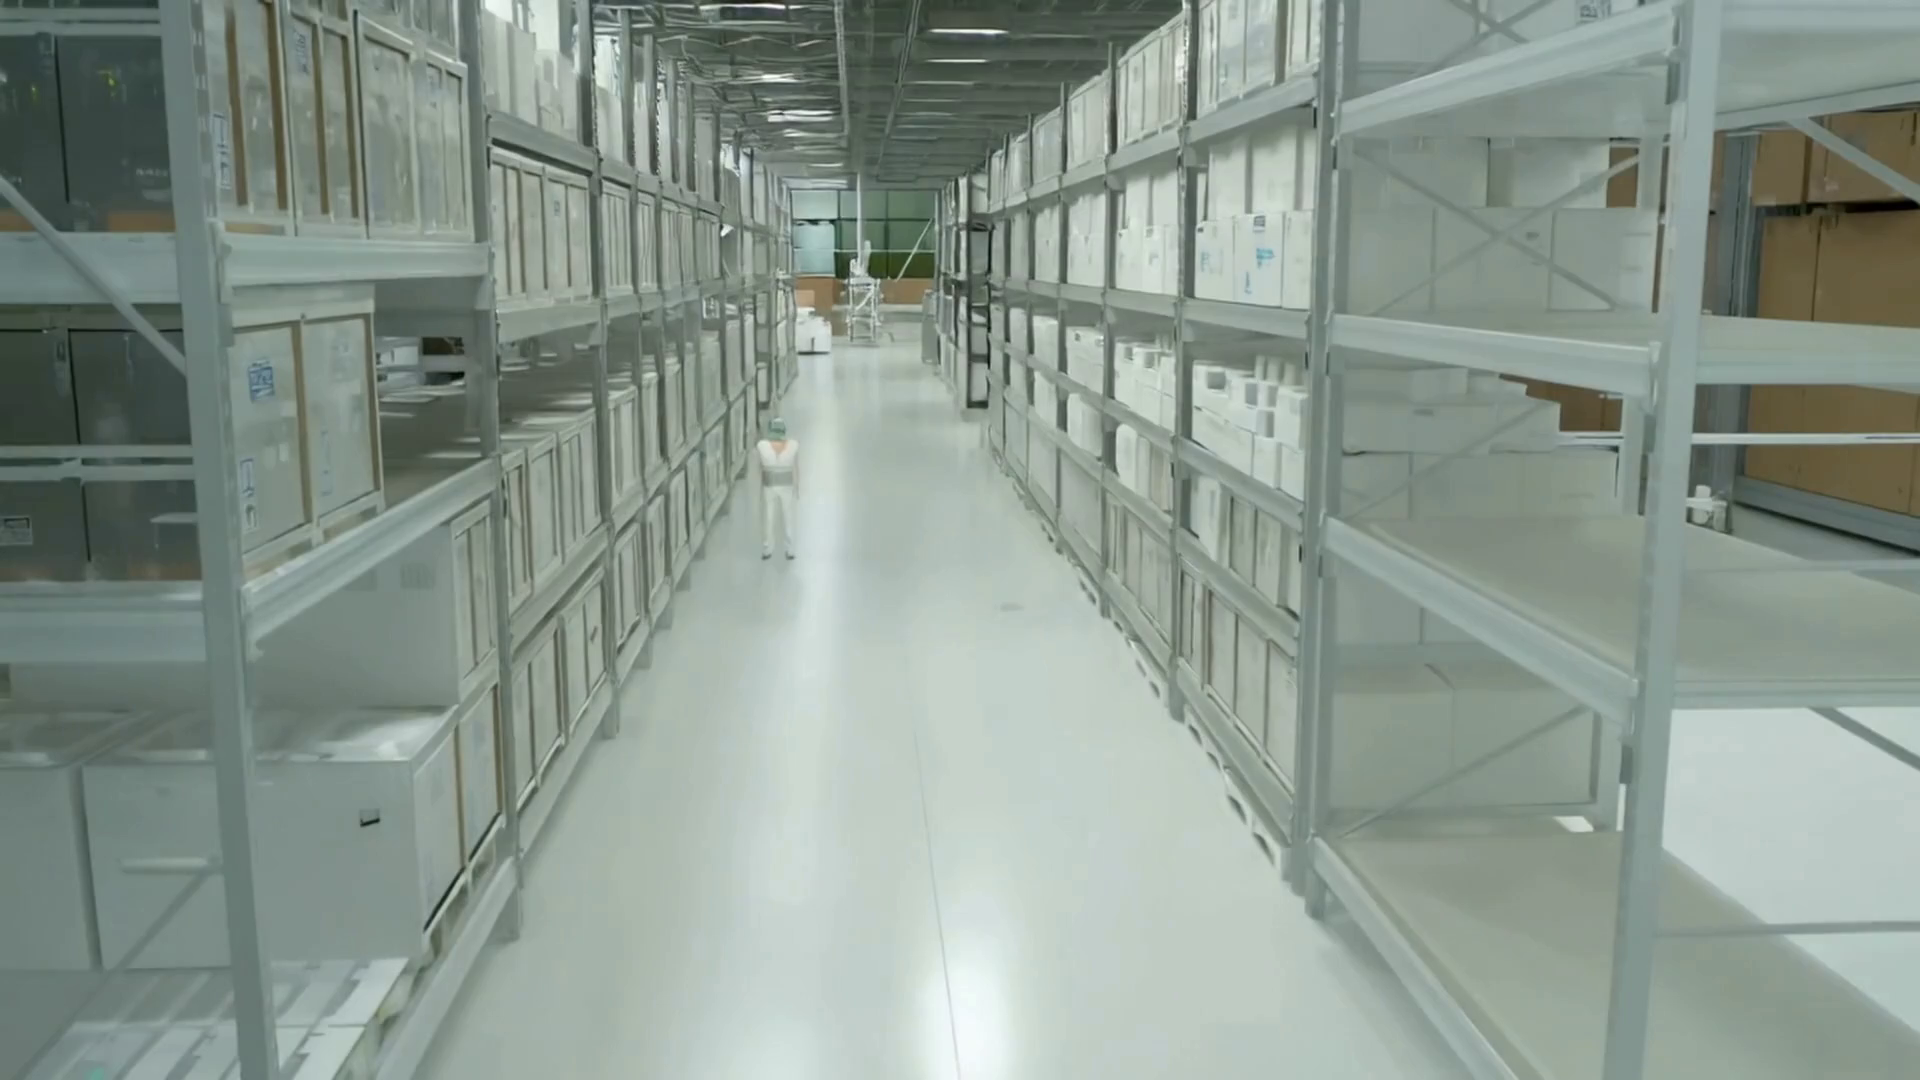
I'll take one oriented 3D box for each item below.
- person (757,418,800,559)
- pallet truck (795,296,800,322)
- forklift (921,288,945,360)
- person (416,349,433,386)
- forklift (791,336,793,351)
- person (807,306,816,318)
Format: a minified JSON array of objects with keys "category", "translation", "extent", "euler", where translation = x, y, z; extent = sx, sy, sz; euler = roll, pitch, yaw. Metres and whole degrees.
[{"category":"person","translation":[-2.349,-0.668,21.565],"extent":[0.564,1.838,0.388],"euler":[-1,10,-5]},{"category":"pallet truck","translation":[-8.622,-12.439,91.403],"extent":[1.885,1.965,0.823],"euler":[2,10,13]},{"category":"forklift","translation":[-0.943,-8.481,65.126],"extent":[1.129,2.768,1.873],"euler":[-1,10,-3]},{"category":"person","translation":[-11.325,-3.072,35.383],"extent":[0.709,2.025,0.612],"euler":[1,10,5]},{"category":"forklift","translation":[-7.510,-8.454,64.964],"extent":[1.873,2.768,1.129],"euler":[4,10,21]},{"category":"person","translation":[-6.457,-9.283,72.779],"extent":[0.542,1.928,0.399],"euler":[9,13,42]}]
